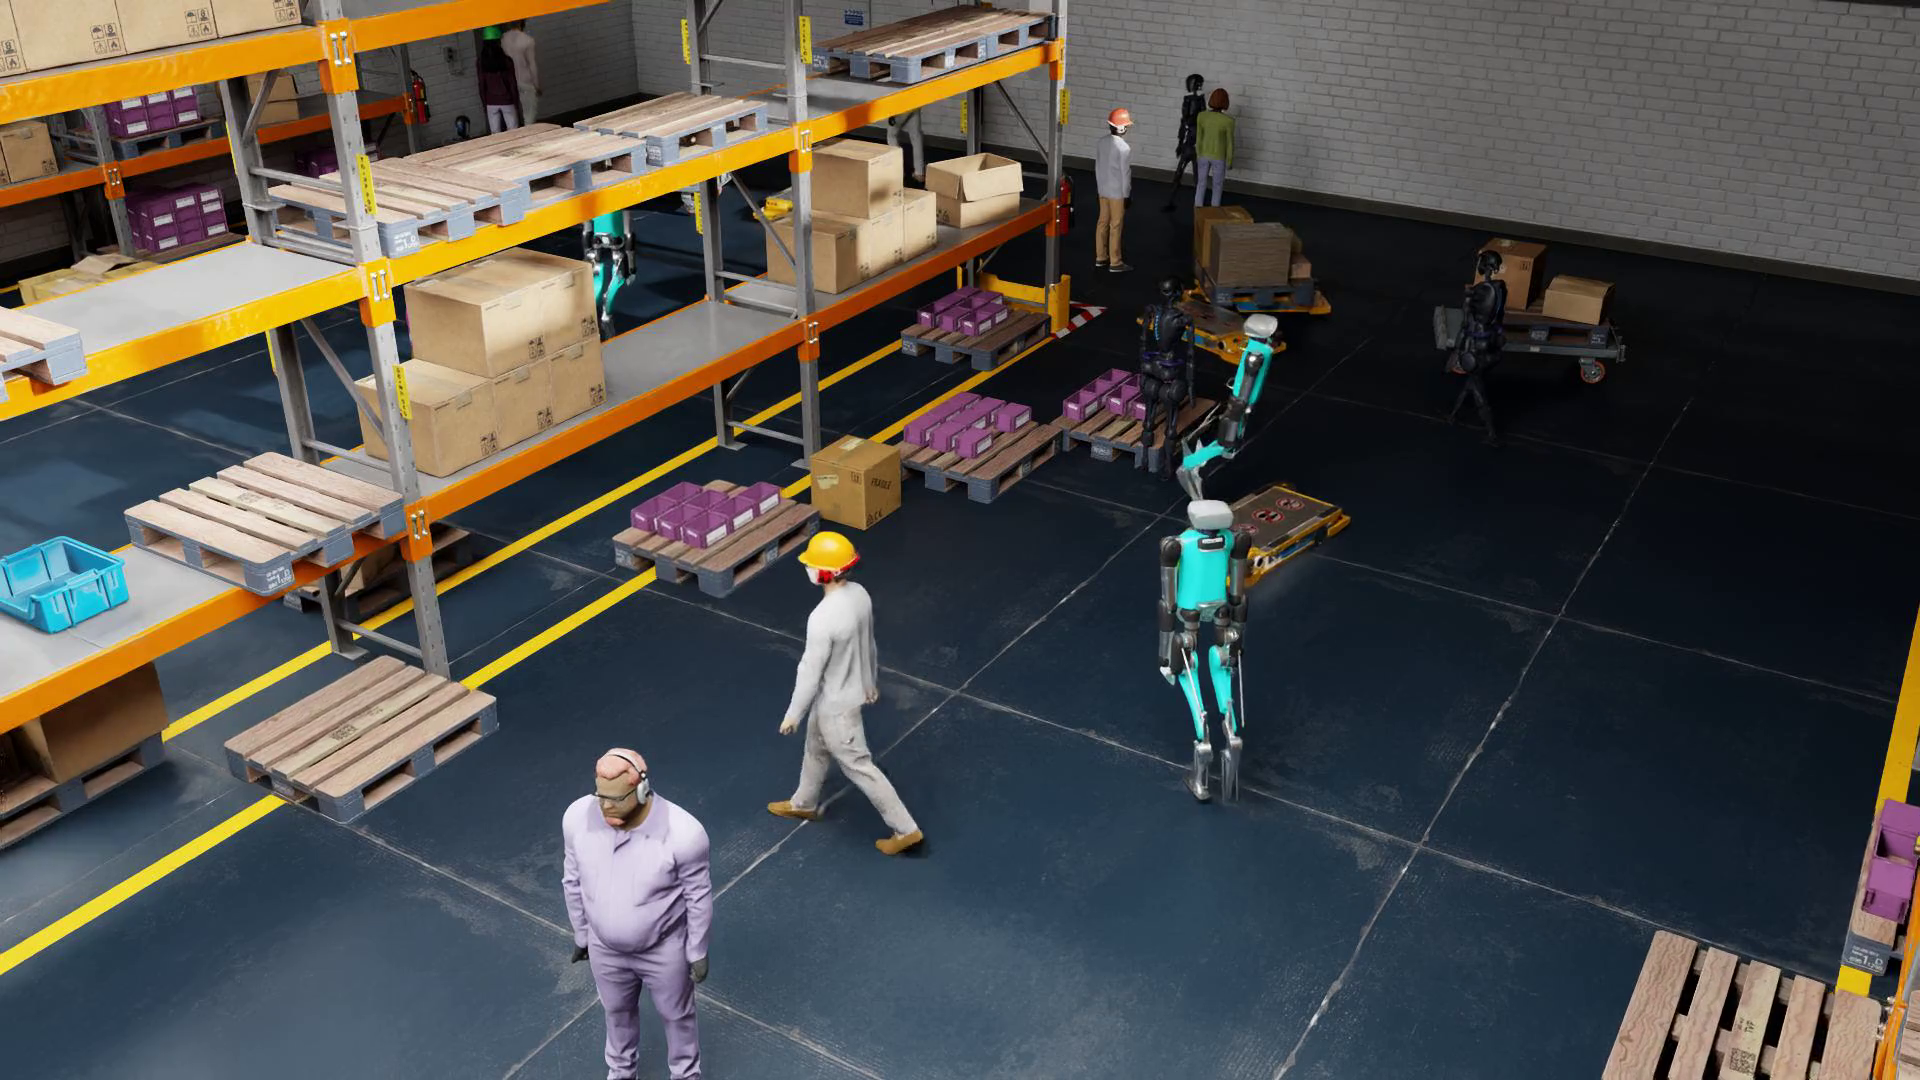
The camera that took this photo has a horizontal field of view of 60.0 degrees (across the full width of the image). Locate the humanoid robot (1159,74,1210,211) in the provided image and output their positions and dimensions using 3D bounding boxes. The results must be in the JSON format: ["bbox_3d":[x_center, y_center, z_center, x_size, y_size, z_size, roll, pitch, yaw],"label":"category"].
[{"bbox_3d":[2.778,-4.775,20.079,0.616,1.639,0.614,-10,29,-19],"label":"humanoid robot"}]

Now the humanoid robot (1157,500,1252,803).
[{"bbox_3d":[1.409,0.756,9.213,0.547,1.883,0.760,-8,28,-15],"label":"humanoid robot"}]

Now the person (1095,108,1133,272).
[{"bbox_3d":[1.687,-3.805,18.053,0.334,1.752,0.563,-14,30,-25],"label":"person"}]

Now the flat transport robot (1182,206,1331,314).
[{"bbox_3d":[3.040,-2.503,17.130,1.431,0.231,0.659,-1,27,-3],"label":"flat transport robot"}]

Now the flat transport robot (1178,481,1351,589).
[{"bbox_3d":[2.233,-0.052,12.299,0.659,0.231,1.431,23,35,37],"label":"flat transport robot"}]

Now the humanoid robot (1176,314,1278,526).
[{"bbox_3d":[1.861,-0.815,12.216,0.798,1.801,0.548,8,28,16],"label":"humanoid robot"}]

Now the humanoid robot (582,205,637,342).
[{"bbox_3d":[-3.332,-2.430,15.484,0.539,1.887,0.728,7,28,13],"label":"humanoid robot"}]

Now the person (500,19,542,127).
[{"bbox_3d":[-5.935,-6.317,22.881,0.662,1.881,0.867,11,29,21],"label":"person"}]

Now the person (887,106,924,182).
[{"bbox_3d":[-0.764,-5.569,21.481,0.667,1.805,0.792,-20,33,-35],"label":"person"}]

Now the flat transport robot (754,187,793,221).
[{"bbox_3d":[-1.864,-4.152,20.380,0.659,0.231,1.431,13,30,24],"label":"flat transport robot"}]

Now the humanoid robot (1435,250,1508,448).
[{"bbox_3d":[4.310,-1.610,13.865,0.597,1.630,0.781,-19,32,-32],"label":"humanoid robot"}]

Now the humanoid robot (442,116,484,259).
[{"bbox_3d":[-5.390,-3.841,18.259,0.587,1.622,0.790,-2,27,-4],"label":"humanoid robot"}]

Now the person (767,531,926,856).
[{"bbox_3d":[-0.608,0.820,8.845,0.962,1.858,0.582,8,28,15],"label":"person"}]

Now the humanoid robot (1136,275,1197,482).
[{"bbox_3d":[1.621,-1.297,13.183,0.315,1.657,0.599,-22,34,-36],"label":"humanoid robot"}]

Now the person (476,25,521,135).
[{"bbox_3d":[-5.919,-5.620,21.419,0.489,1.949,0.424,-1,27,-3],"label":"person"}]

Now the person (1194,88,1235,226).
[{"bbox_3d":[2.978,-4.472,19.509,0.492,1.624,0.283,16,31,29],"label":"person"}]

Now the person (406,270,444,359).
[{"bbox_3d":[-4.071,-1.350,13.114,0.509,1.847,0.341,-20,33,-34],"label":"person"}]

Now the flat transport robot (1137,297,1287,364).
[{"bbox_3d":[2.448,-2.062,16.262,0.659,0.231,1.431,-18,32,-31],"label":"flat transport robot"}]

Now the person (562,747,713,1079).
[{"bbox_3d":[-1.362,1.700,7.041,0.642,1.909,0.403,6,27,11],"label":"person"}]
